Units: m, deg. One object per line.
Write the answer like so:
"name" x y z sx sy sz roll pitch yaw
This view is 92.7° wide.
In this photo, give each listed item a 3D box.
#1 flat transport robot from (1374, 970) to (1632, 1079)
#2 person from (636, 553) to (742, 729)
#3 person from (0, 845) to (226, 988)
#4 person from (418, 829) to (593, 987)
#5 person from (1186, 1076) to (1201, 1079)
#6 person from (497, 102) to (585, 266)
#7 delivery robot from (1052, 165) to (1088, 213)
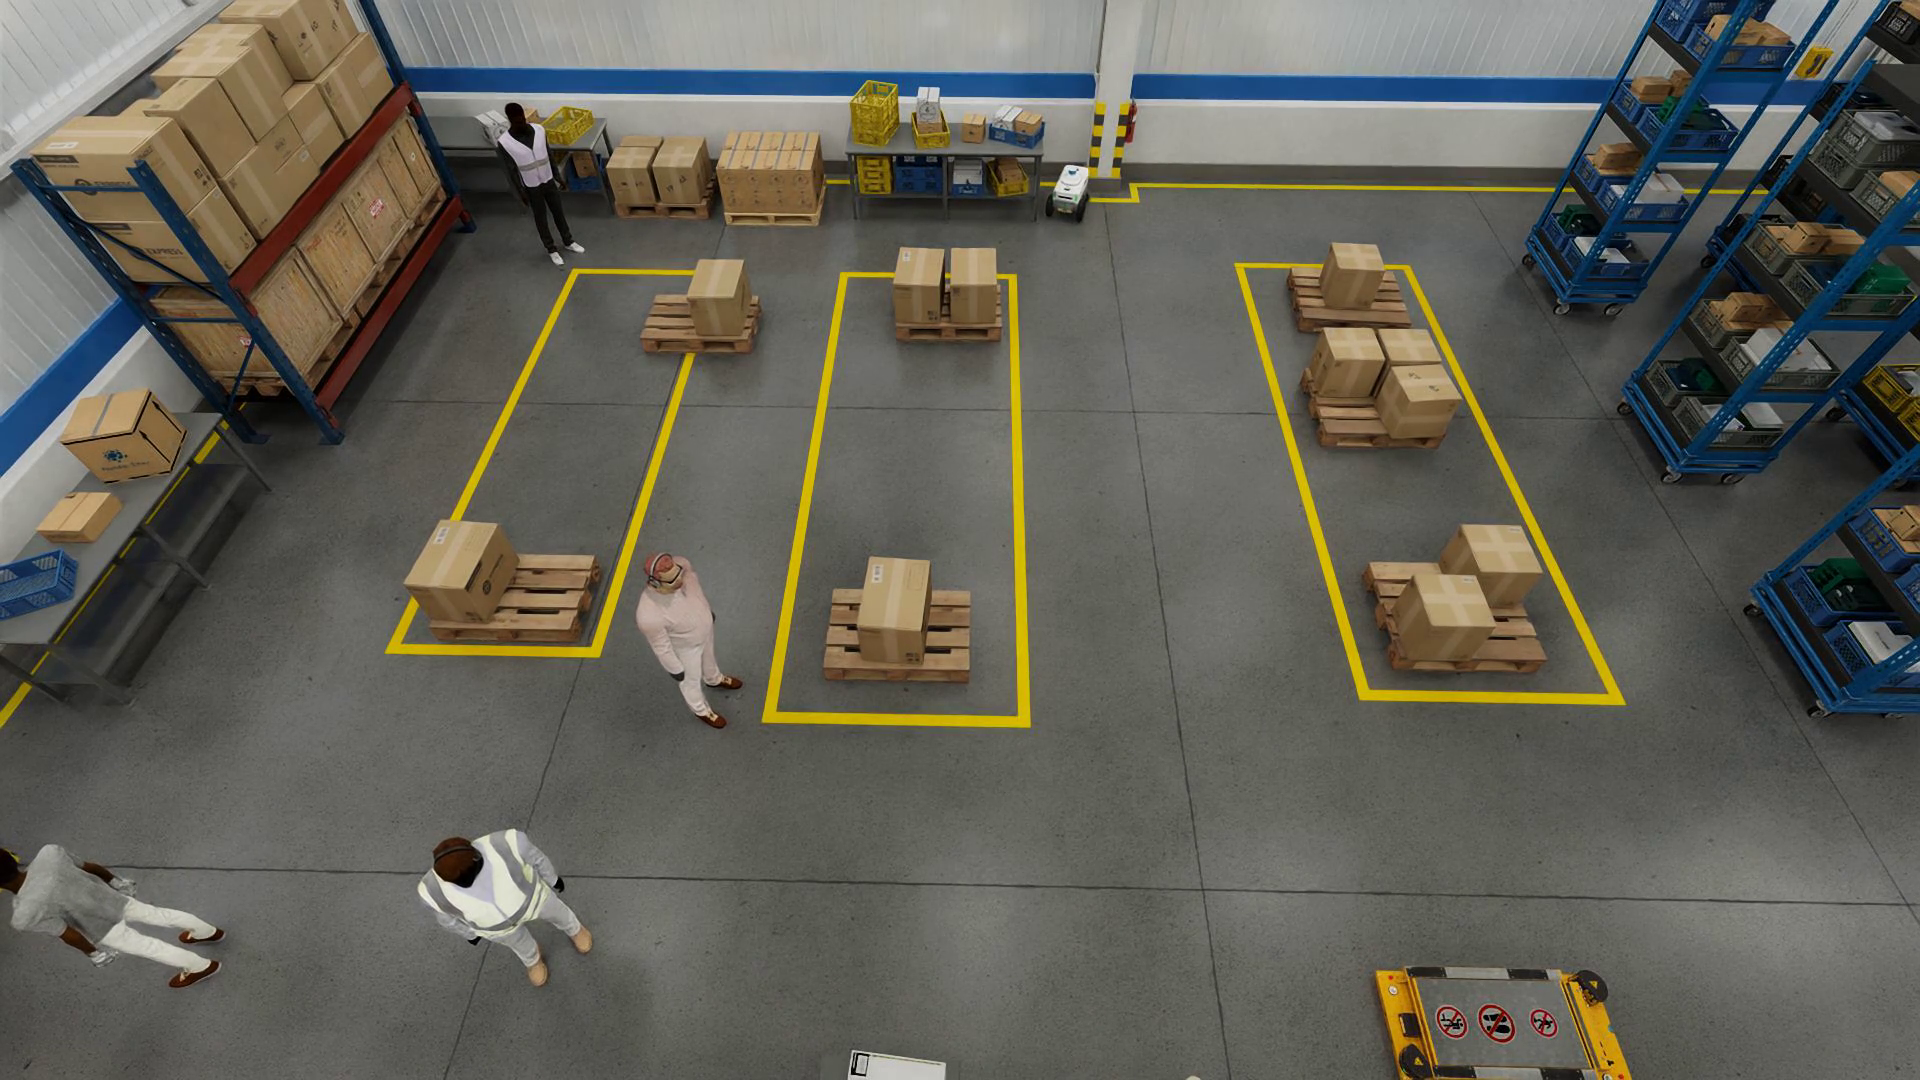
"flat transport robot" 3.501 3.133 5.914 1.431 0.197 0.652 1 51 1
"person" -2.005 0.726 6.829 0.409 1.907 0.651 10 51 8
"person" -5.215 2.296 5.573 0.309 1.868 0.535 -12 52 -10
"person" -2.759 2.250 5.628 0.634 1.842 0.429 -32 57 -23
"person" 1.118 3.244 4.820 0.404 1.837 0.589 26 55 20
"person" -4.988 -4.230 10.863 0.392 1.916 0.592 31 57 23
"delivery robot" 1.452 -4.640 12.010 0.477 0.478 0.707 13 52 11
